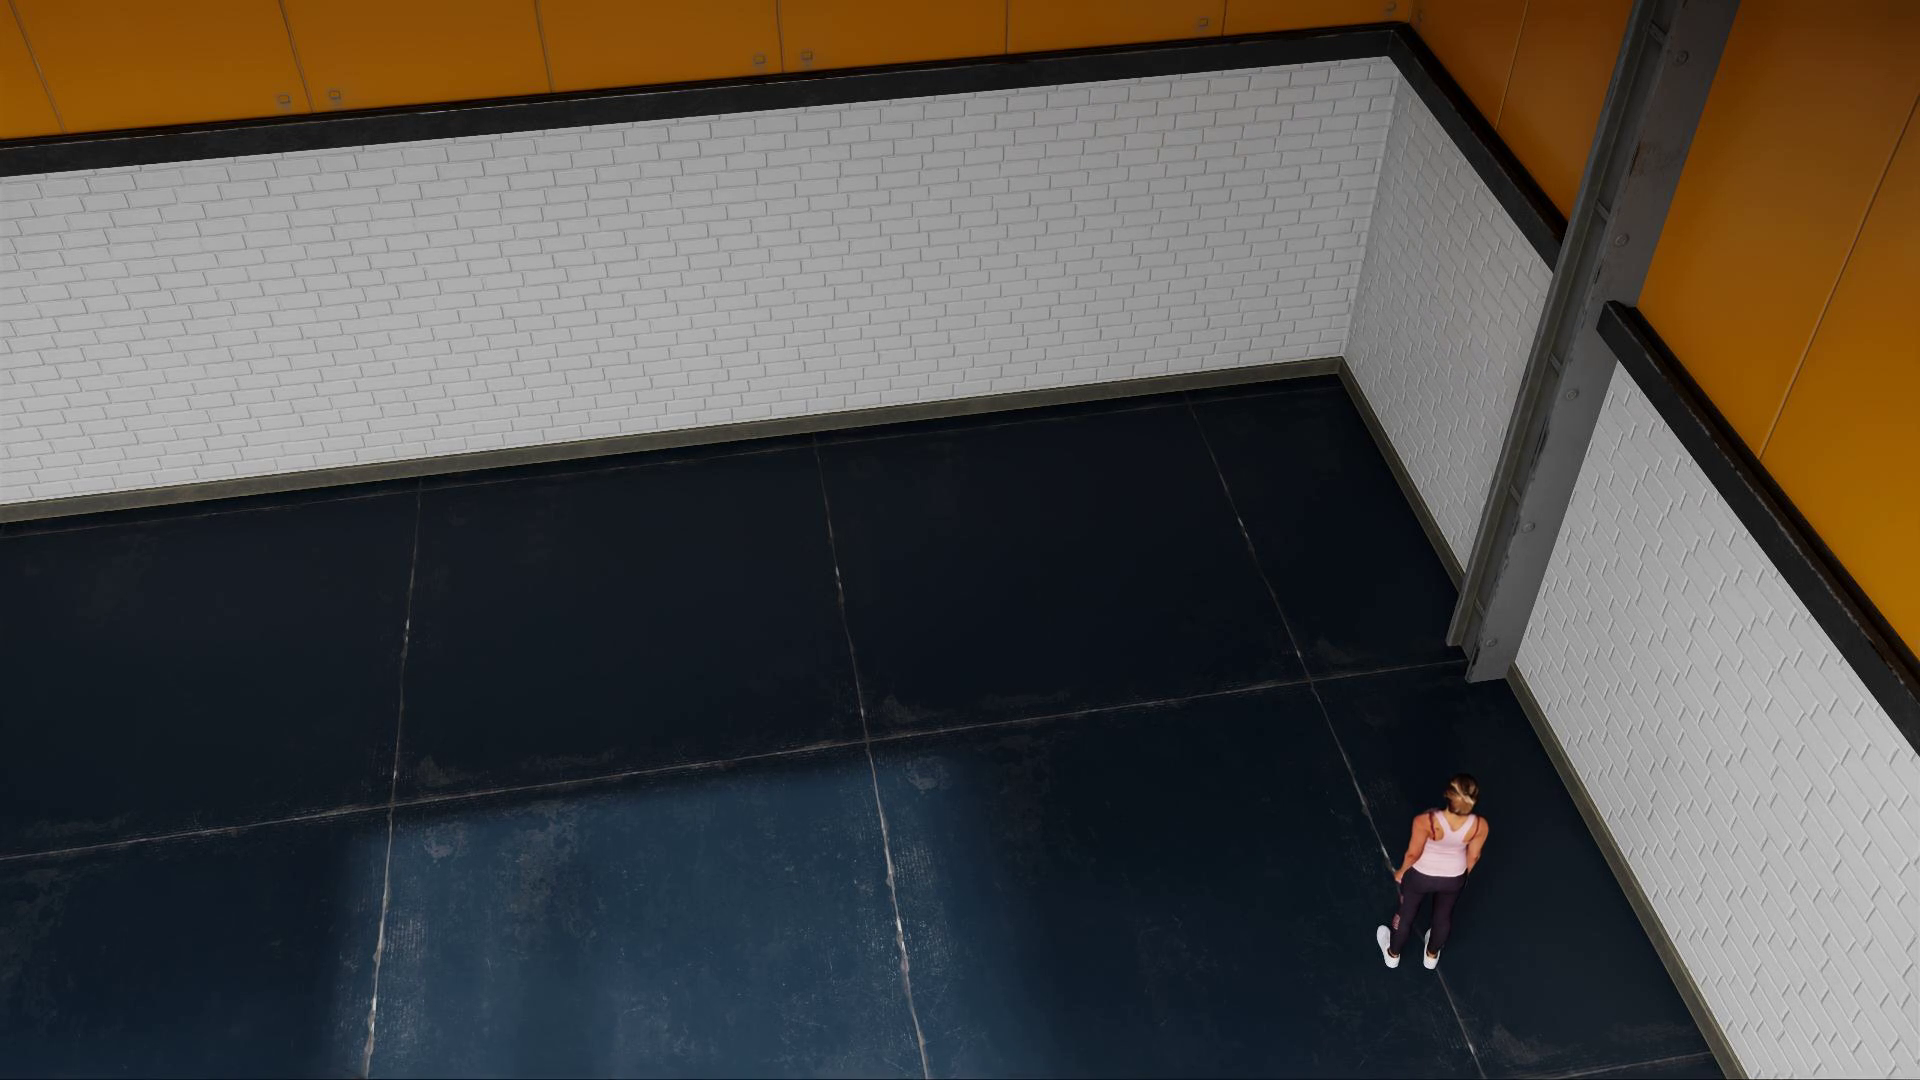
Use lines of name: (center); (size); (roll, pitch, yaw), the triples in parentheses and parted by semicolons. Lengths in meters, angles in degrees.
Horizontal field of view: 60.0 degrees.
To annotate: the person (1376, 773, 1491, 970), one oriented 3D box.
person: (2.595, 1.816, 9.054); (0.617, 1.640, 0.620); (3, 44, 3)
